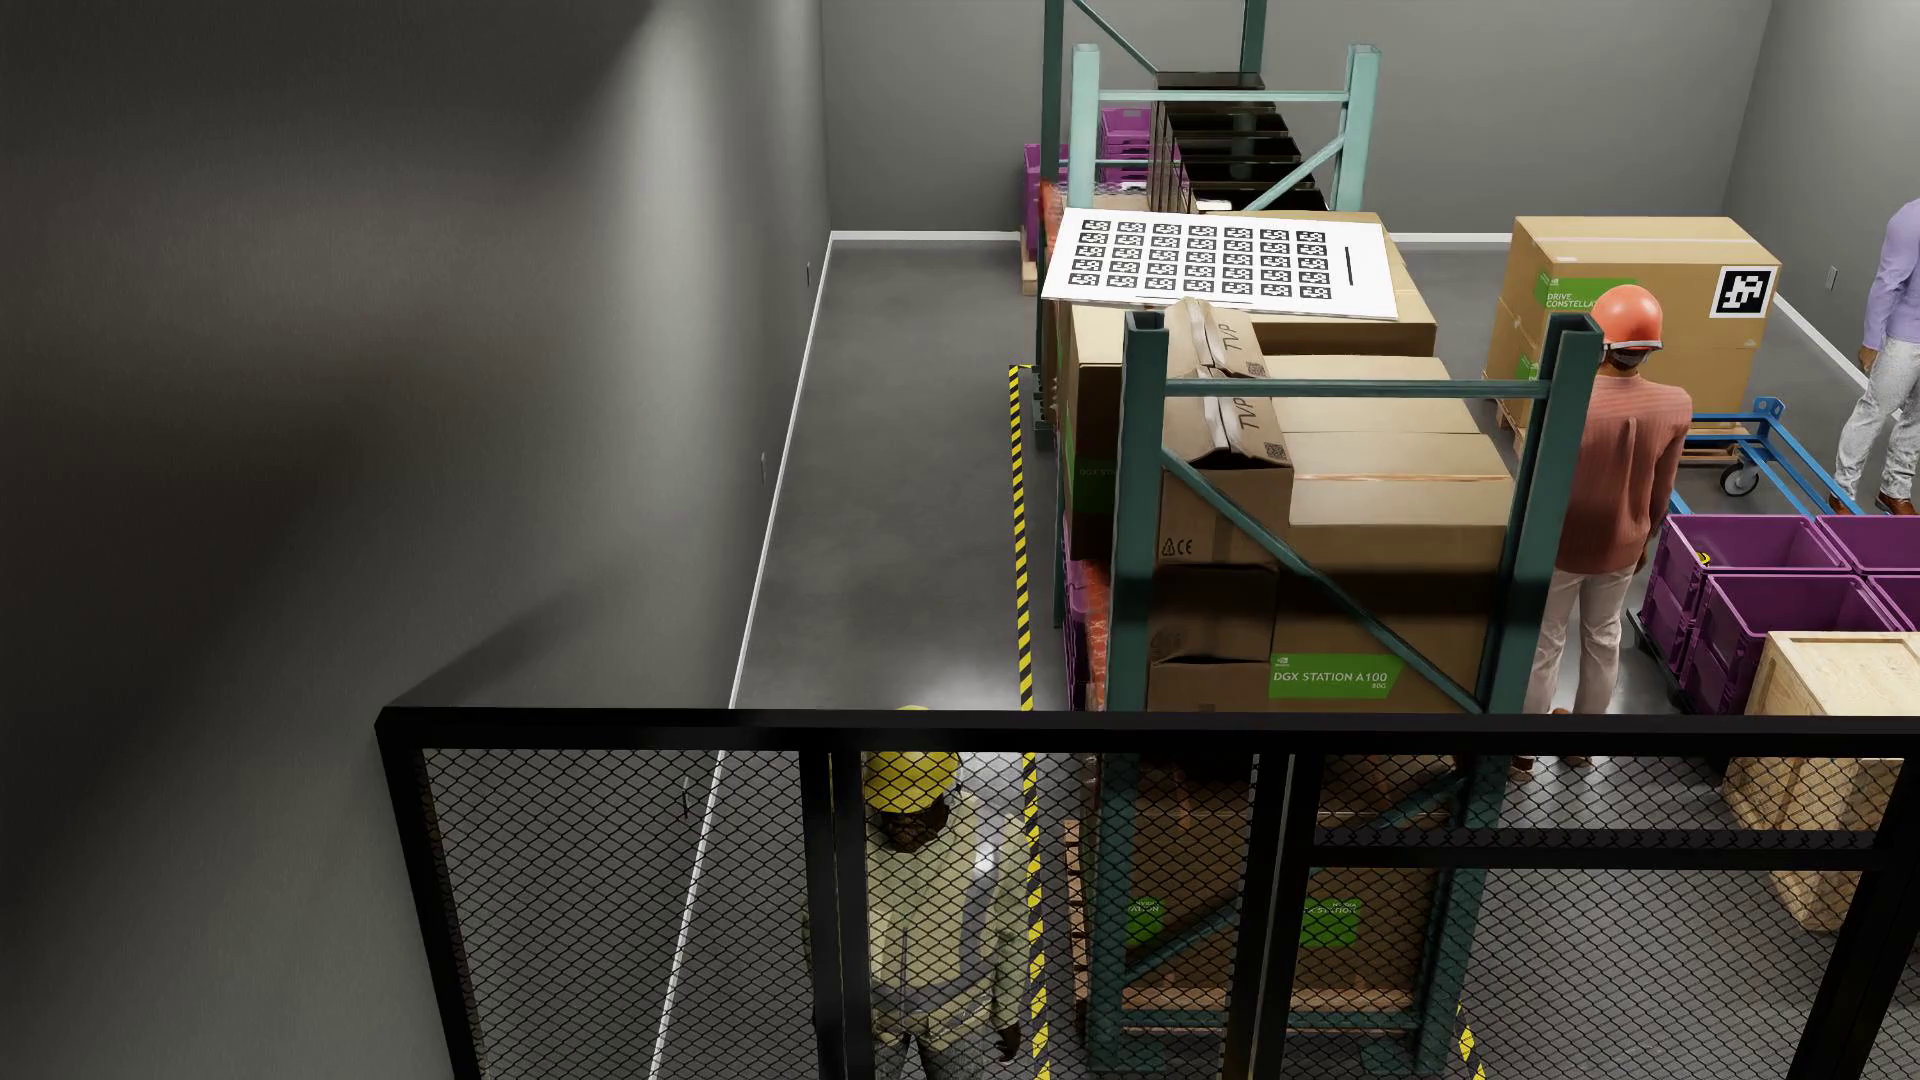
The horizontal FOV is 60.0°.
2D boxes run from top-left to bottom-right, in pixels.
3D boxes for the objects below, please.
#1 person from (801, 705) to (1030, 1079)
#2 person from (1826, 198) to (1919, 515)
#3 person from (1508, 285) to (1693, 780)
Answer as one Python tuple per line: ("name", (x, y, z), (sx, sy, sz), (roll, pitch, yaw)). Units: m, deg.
("person", (-0.119, 1.188, 4.341), (0.588, 1.834, 0.403), (3, 31, 5))
("person", (4.523, -0.942, 7.779), (0.636, 1.939, 0.362), (-1, 31, -2))
("person", (2.298, 0.005, 6.152), (0.608, 1.996, 0.380), (-7, 32, -11))
